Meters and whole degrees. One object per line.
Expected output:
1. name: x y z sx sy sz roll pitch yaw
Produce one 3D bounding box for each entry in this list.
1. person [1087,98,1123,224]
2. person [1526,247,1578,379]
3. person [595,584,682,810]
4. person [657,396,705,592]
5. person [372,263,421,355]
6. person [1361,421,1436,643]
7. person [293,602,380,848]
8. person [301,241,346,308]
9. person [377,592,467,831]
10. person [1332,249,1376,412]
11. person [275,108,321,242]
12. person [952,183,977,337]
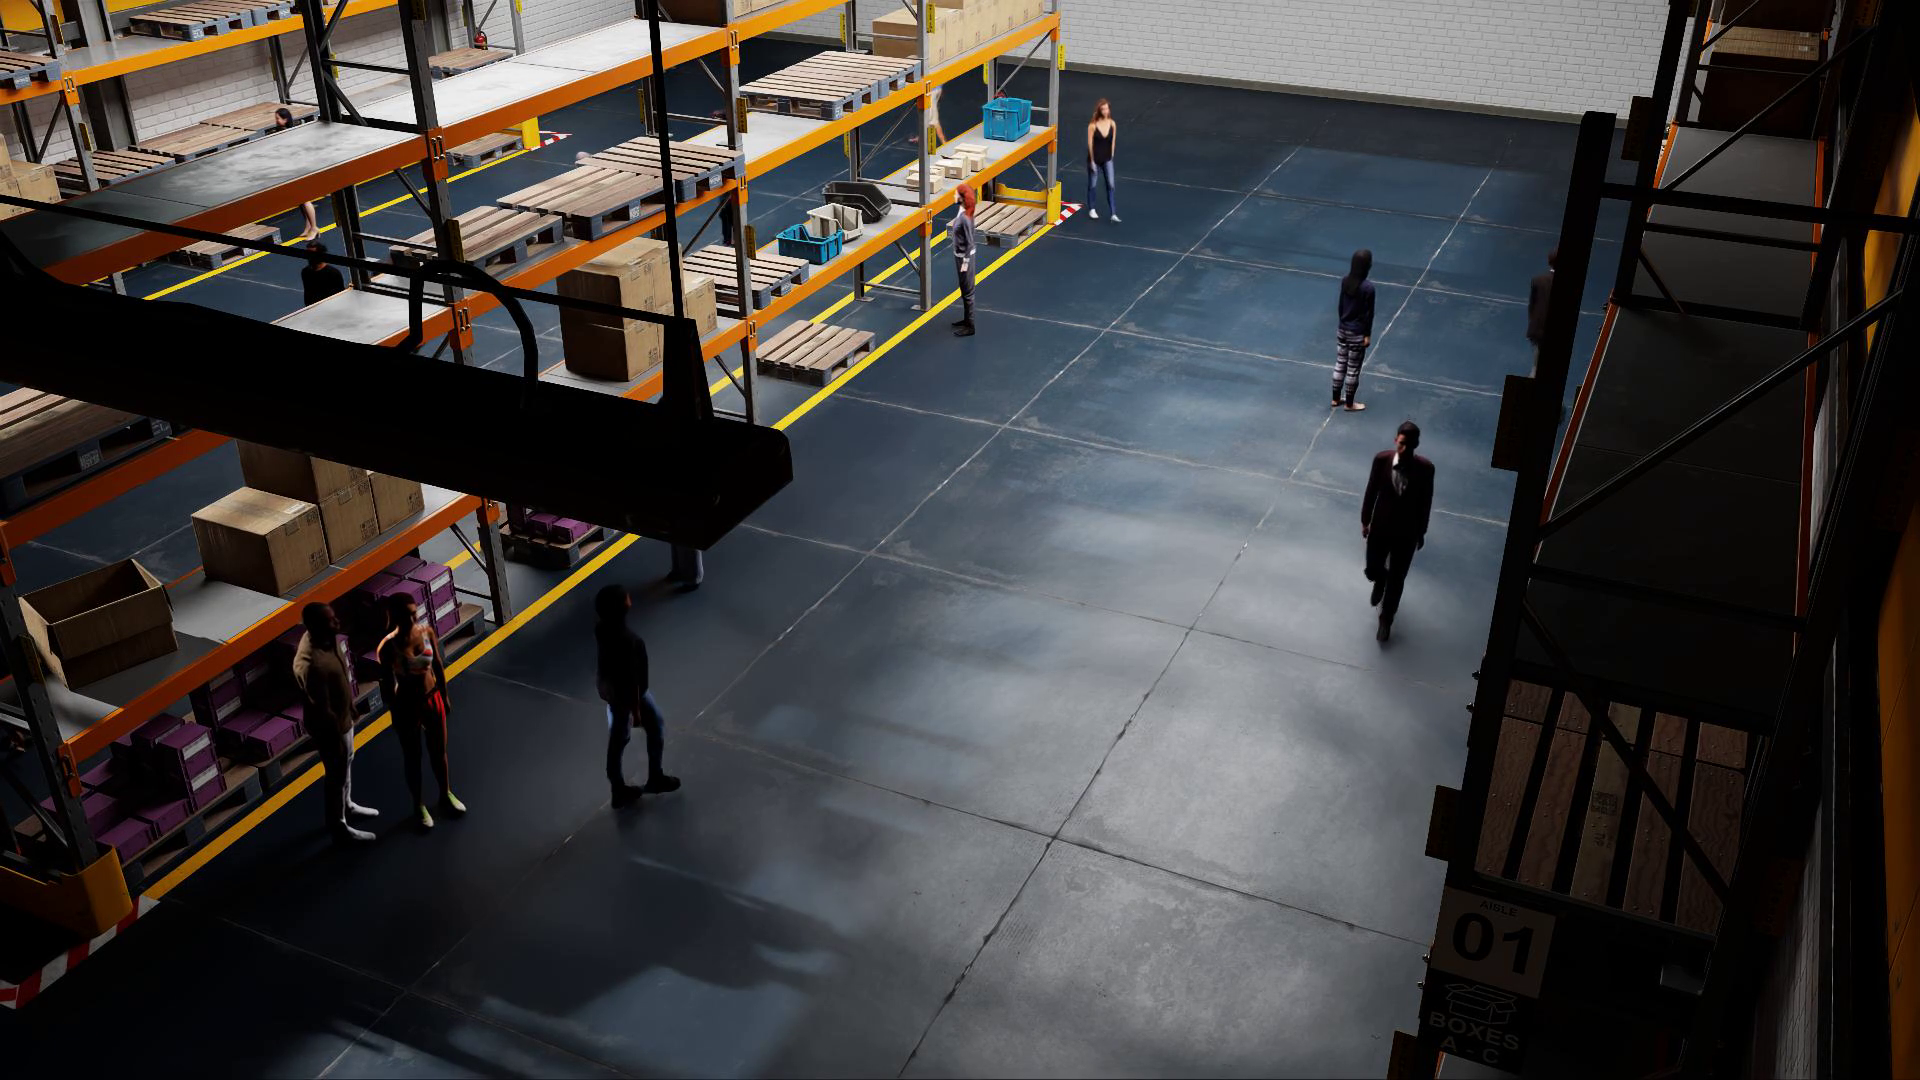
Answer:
1. person: 1.897 -5.242 22.915 0.925 1.692 1.009 -8 30 -15
2. person: 6.020 -2.051 17.014 0.805 1.741 1.166 20 35 33
3. person: -2.353 1.109 11.284 0.693 1.680 0.798 23 36 36
4. person: -2.367 -0.417 13.973 0.640 1.785 0.640 -18 34 -30
5. person: -5.781 -2.048 17.051 0.735 1.701 0.792 -2 29 -4
6. person: 3.505 -0.131 13.378 0.717 1.852 0.973 11 30 19
7. person: -4.152 1.196 10.982 0.853 1.817 0.748 -6 29 -10
8. person: -6.612 -2.287 17.429 0.677 1.759 0.646 6 29 10
9. person: -3.642 1.116 11.162 0.582 1.786 0.700 -23 36 -36
10. person: 4.088 -2.192 17.280 0.695 1.733 0.677 -16 32 -26
11. person: -8.851 -4.874 22.161 0.794 1.769 0.773 -19 34 -31
12. person: 0.054 -3.236 19.147 0.707 1.779 0.590 -3 29 -5
